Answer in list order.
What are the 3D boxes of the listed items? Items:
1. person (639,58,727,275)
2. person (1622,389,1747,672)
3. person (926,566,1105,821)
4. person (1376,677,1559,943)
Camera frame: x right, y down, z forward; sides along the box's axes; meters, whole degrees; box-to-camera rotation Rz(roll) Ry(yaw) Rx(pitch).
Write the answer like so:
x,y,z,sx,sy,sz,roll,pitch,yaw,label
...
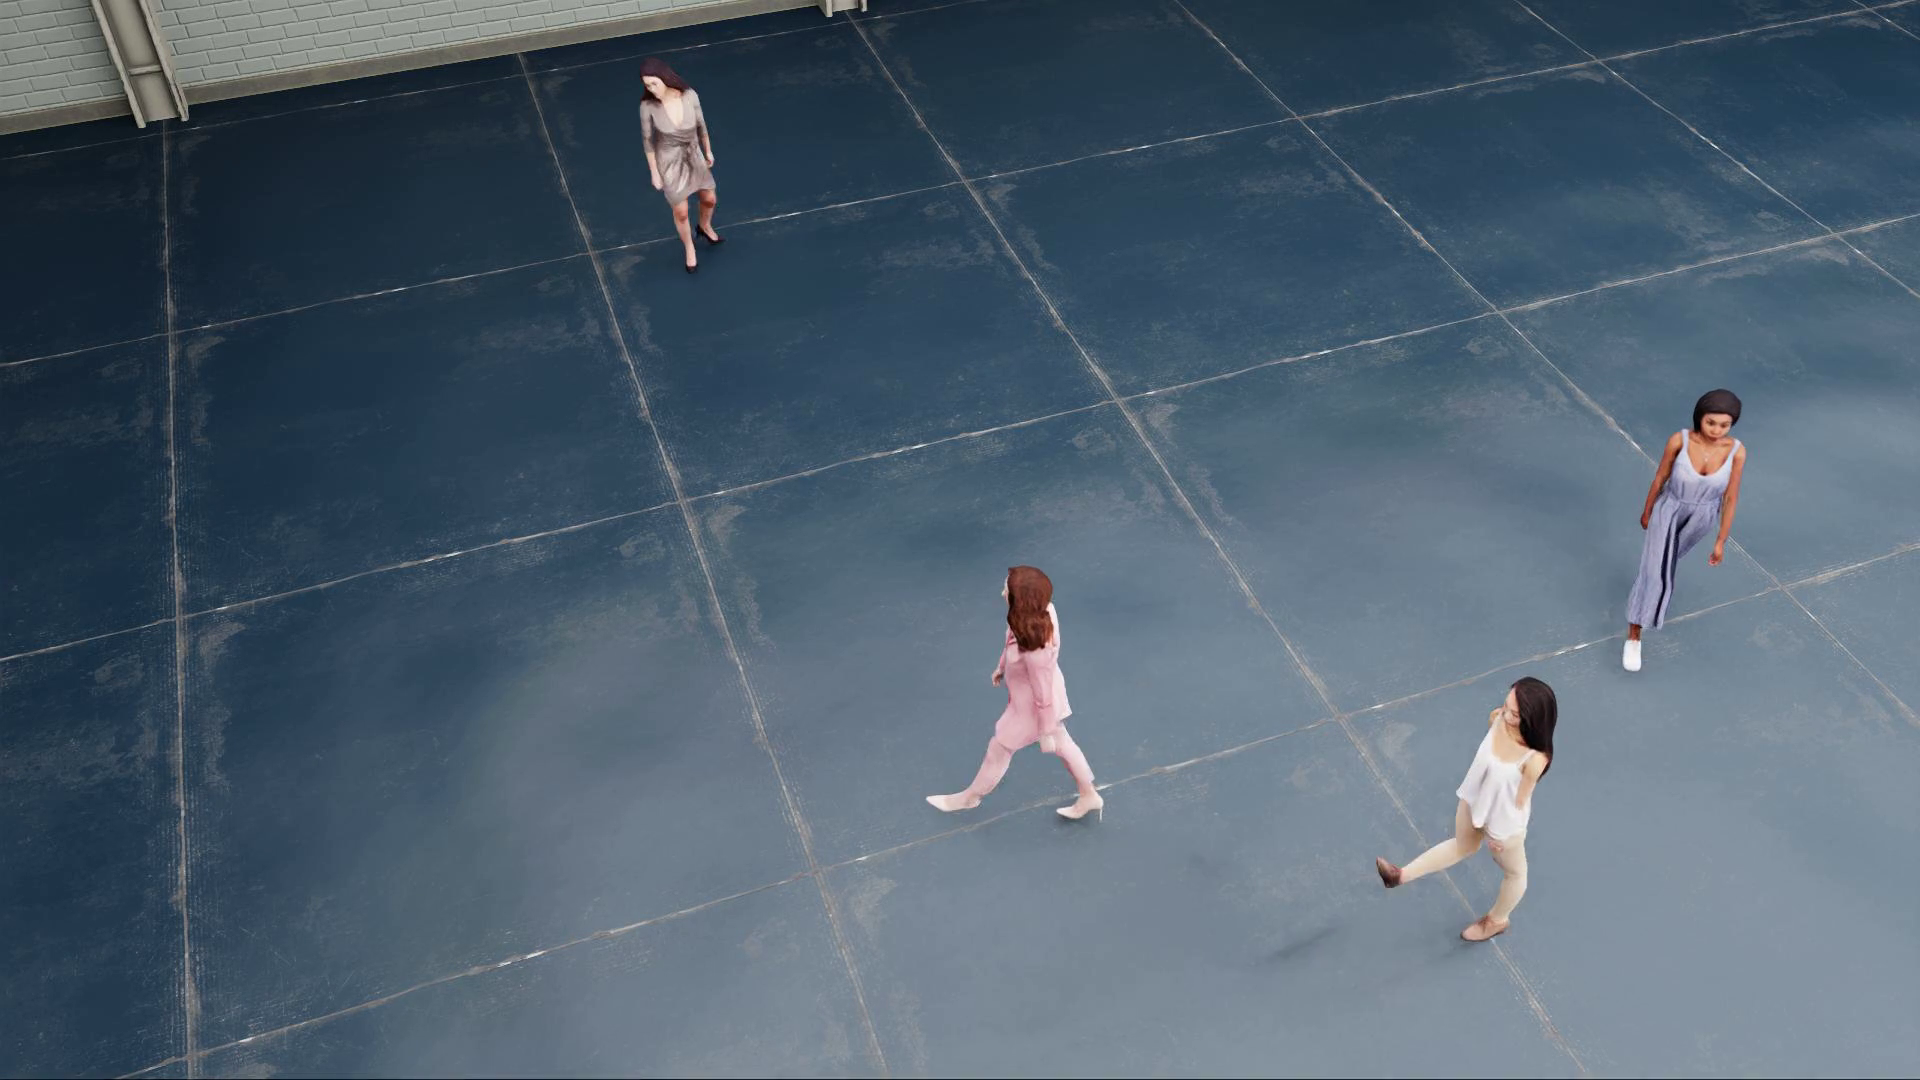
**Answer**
x,y,z,sx,sy,sz,roll,pitch,yaw,label
-1.957,-2.664,11.815,0.664,1.708,0.839,-29,50,-27,person
3.986,-0.163,9.179,1.118,1.651,1.061,11,44,11,person
0.461,0.812,8.063,1.226,1.749,0.965,4,43,4,person
2.356,1.284,7.639,0.885,1.638,0.595,-12,44,-13,person
